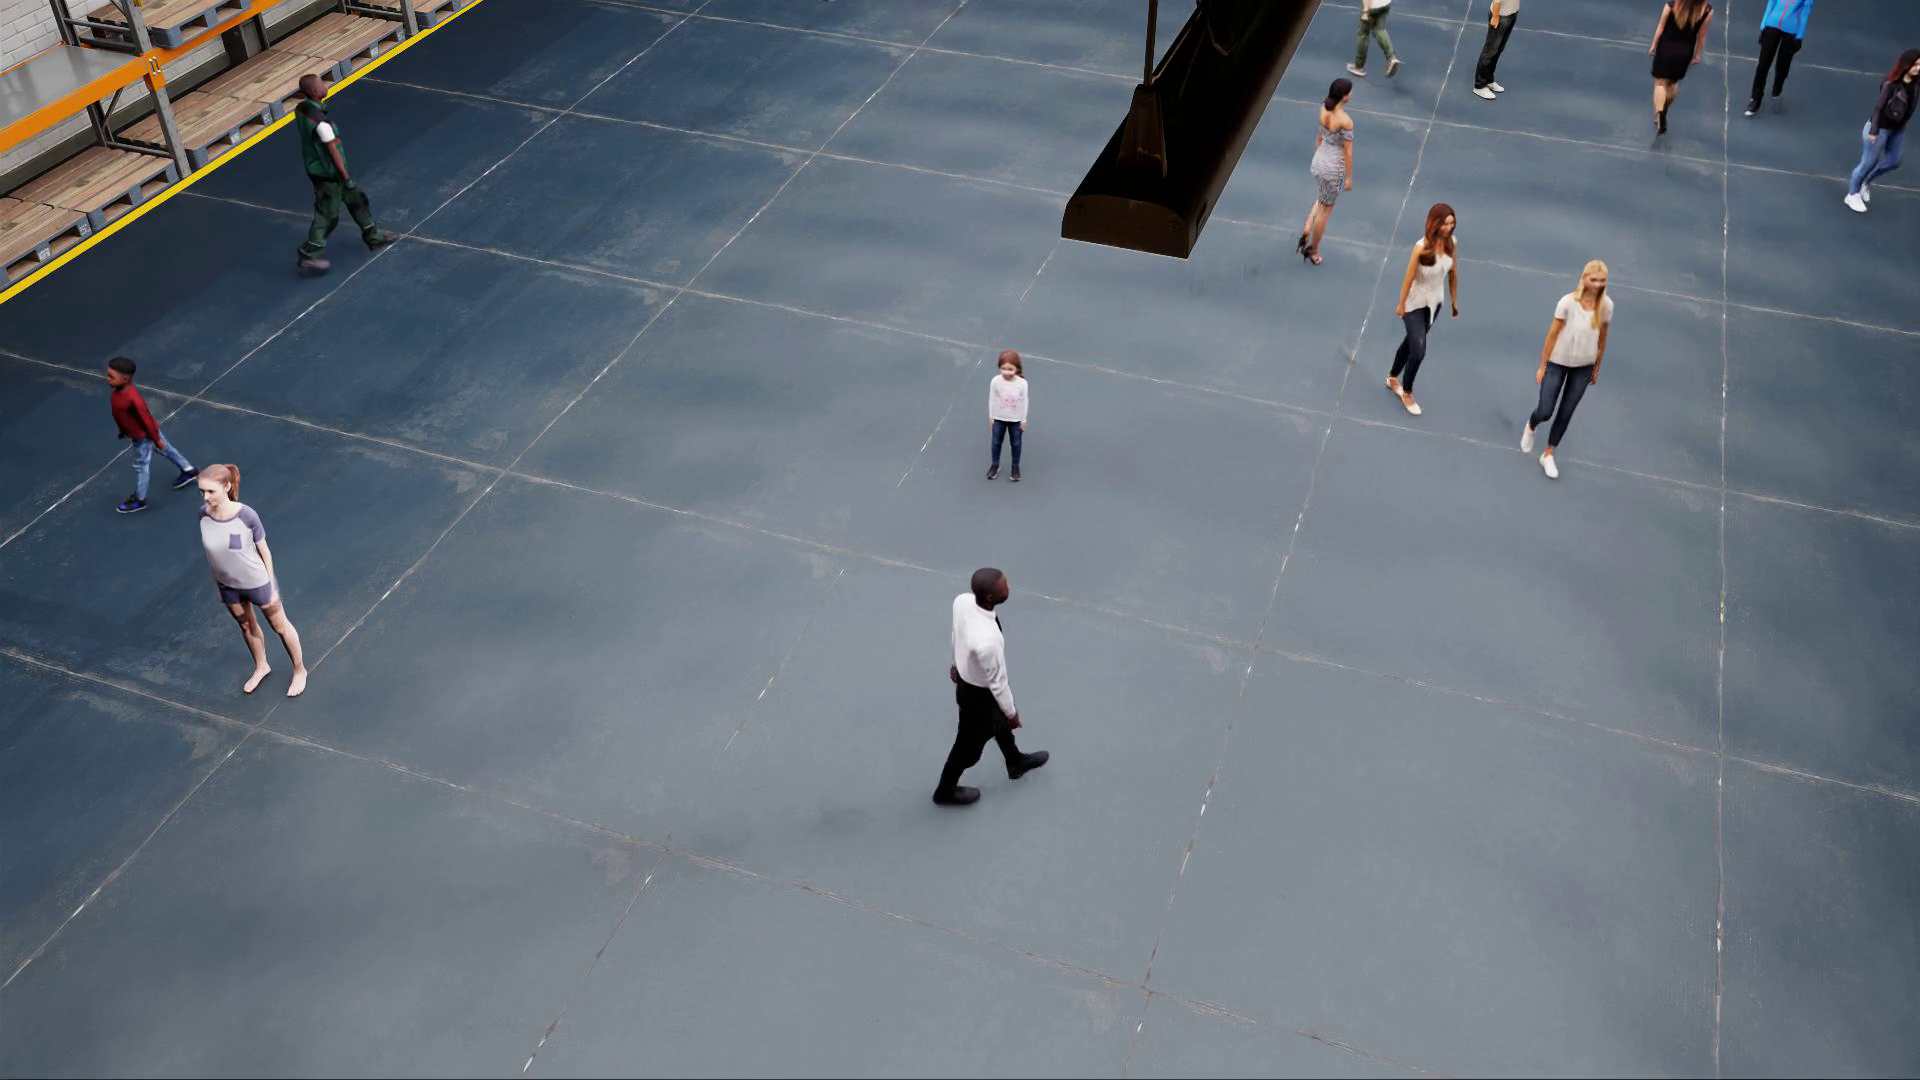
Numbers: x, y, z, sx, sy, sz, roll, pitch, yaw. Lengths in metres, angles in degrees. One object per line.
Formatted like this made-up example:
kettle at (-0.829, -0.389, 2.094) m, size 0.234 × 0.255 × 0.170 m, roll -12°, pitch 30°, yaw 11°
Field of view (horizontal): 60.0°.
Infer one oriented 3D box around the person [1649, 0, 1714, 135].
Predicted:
person at (7.407, -4.987, 17.219) m, size 0.766 × 1.699 × 0.999 m, roll 6°, pitch 39°, yaw 7°

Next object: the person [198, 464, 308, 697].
person at (-4.544, 0.250, 10.607) m, size 0.621 × 1.768 × 0.625 m, roll 5°, pitch 39°, yaw 7°

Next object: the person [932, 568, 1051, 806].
person at (0.014, 0.908, 9.747) m, size 1.101 × 1.812 × 1.095 m, roll -11°, pitch 40°, yaw -13°

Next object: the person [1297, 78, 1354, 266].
person at (3.237, -3.288, 15.005) m, size 0.811 × 1.809 × 0.751 m, roll -16°, pitch 41°, yaw -19°

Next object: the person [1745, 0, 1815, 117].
person at (8.795, -5.441, 17.722) m, size 0.787 × 1.782 × 1.013 m, roll 25°, pitch 45°, yaw 28°

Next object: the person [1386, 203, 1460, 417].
person at (3.643, -1.927, 13.334) m, size 0.840 × 1.767 × 0.889 m, roll -21°, pitch 43°, yaw -24°

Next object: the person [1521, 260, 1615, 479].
person at (4.566, -1.344, 12.574) m, size 0.740 × 1.804 × 0.823 m, roll 0°, pitch 39°, yaw 0°

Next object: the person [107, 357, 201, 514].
person at (-6.041, -0.844, 12.408) m, size 0.944 × 1.230 × 0.795 m, roll -26°, pitch 45°, yaw -28°

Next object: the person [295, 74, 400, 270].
person at (-5.774, -3.268, 14.991) m, size 1.317 × 1.794 × 1.142 m, roll -24°, pitch 44°, yaw -27°

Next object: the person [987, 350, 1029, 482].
person at (0.366, -0.959, 12.648) m, size 0.481 × 1.110 × 0.508 m, roll 5°, pitch 39°, yaw 7°

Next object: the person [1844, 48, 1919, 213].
person at (8.850, -3.974, 16.010) m, size 0.781 × 1.625 × 0.826 m, roll -13°, pitch 40°, yaw -16°

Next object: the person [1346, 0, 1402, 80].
person at (4.662, -5.880, 18.385) m, size 0.971 × 1.641 × 0.979 m, roll -22°, pitch 44°, yaw -25°

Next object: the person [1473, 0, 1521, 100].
person at (5.889, -5.739, 18.071) m, size 0.786 × 1.812 × 0.618 m, roll 28°, pitch 47°, yaw 31°
